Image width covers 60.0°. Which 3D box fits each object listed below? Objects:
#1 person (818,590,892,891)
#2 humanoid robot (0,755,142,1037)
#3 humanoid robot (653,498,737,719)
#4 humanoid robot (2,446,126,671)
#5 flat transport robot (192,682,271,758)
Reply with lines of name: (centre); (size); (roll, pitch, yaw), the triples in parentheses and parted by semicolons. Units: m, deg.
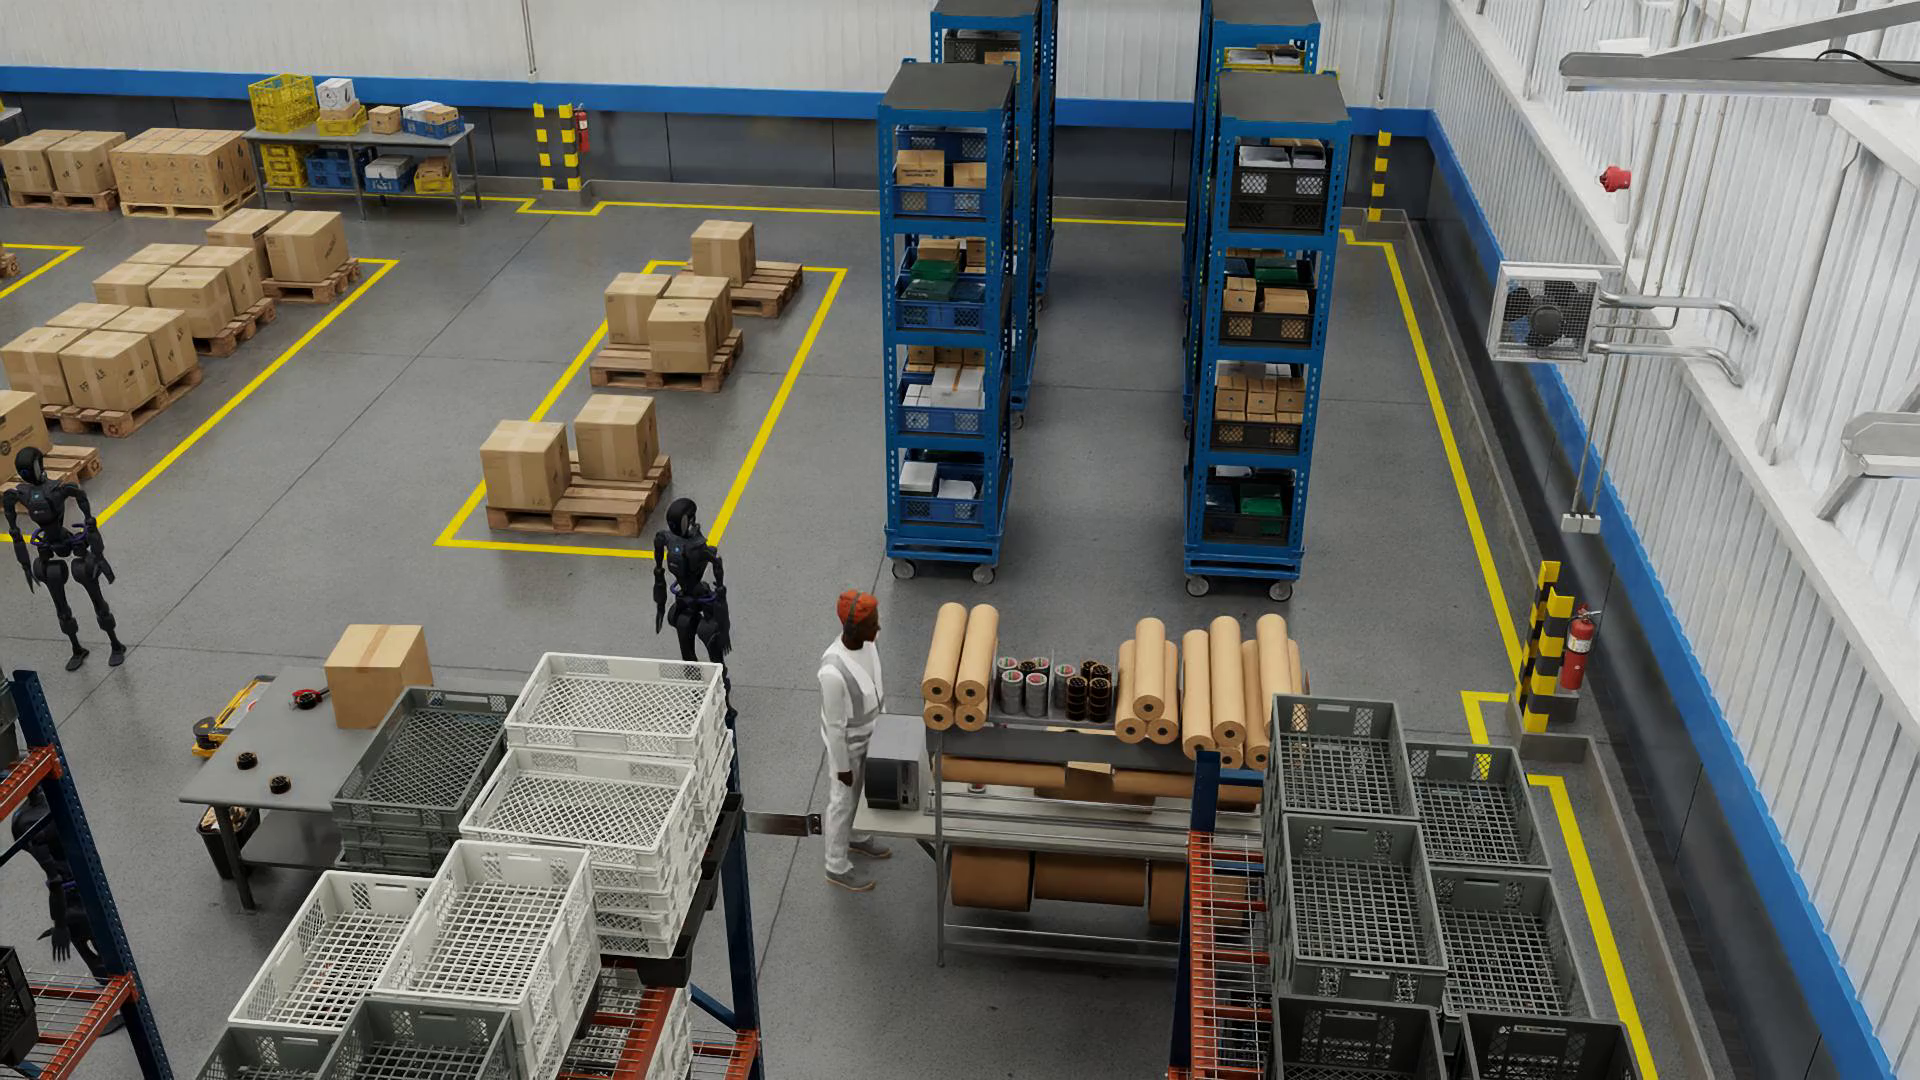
person: (-0.583, 1.090, 9.205); (0.339, 1.876, 0.573); (11, 32, 18)
humanoid robot: (-4.422, 1.747, 8.259); (0.317, 1.657, 0.612); (-12, 32, -20)
humanoid robot: (-1.671, 0.460, 10.480); (0.573, 1.652, 0.328); (16, 34, 25)
humanoid robot: (-5.949, 0.127, 11.053); (0.555, 1.652, 0.326); (-6, 31, -10)
flat transport robot: (-4.089, 1.163, 10.648); (1.431, 0.197, 0.652); (3, 30, 6)
